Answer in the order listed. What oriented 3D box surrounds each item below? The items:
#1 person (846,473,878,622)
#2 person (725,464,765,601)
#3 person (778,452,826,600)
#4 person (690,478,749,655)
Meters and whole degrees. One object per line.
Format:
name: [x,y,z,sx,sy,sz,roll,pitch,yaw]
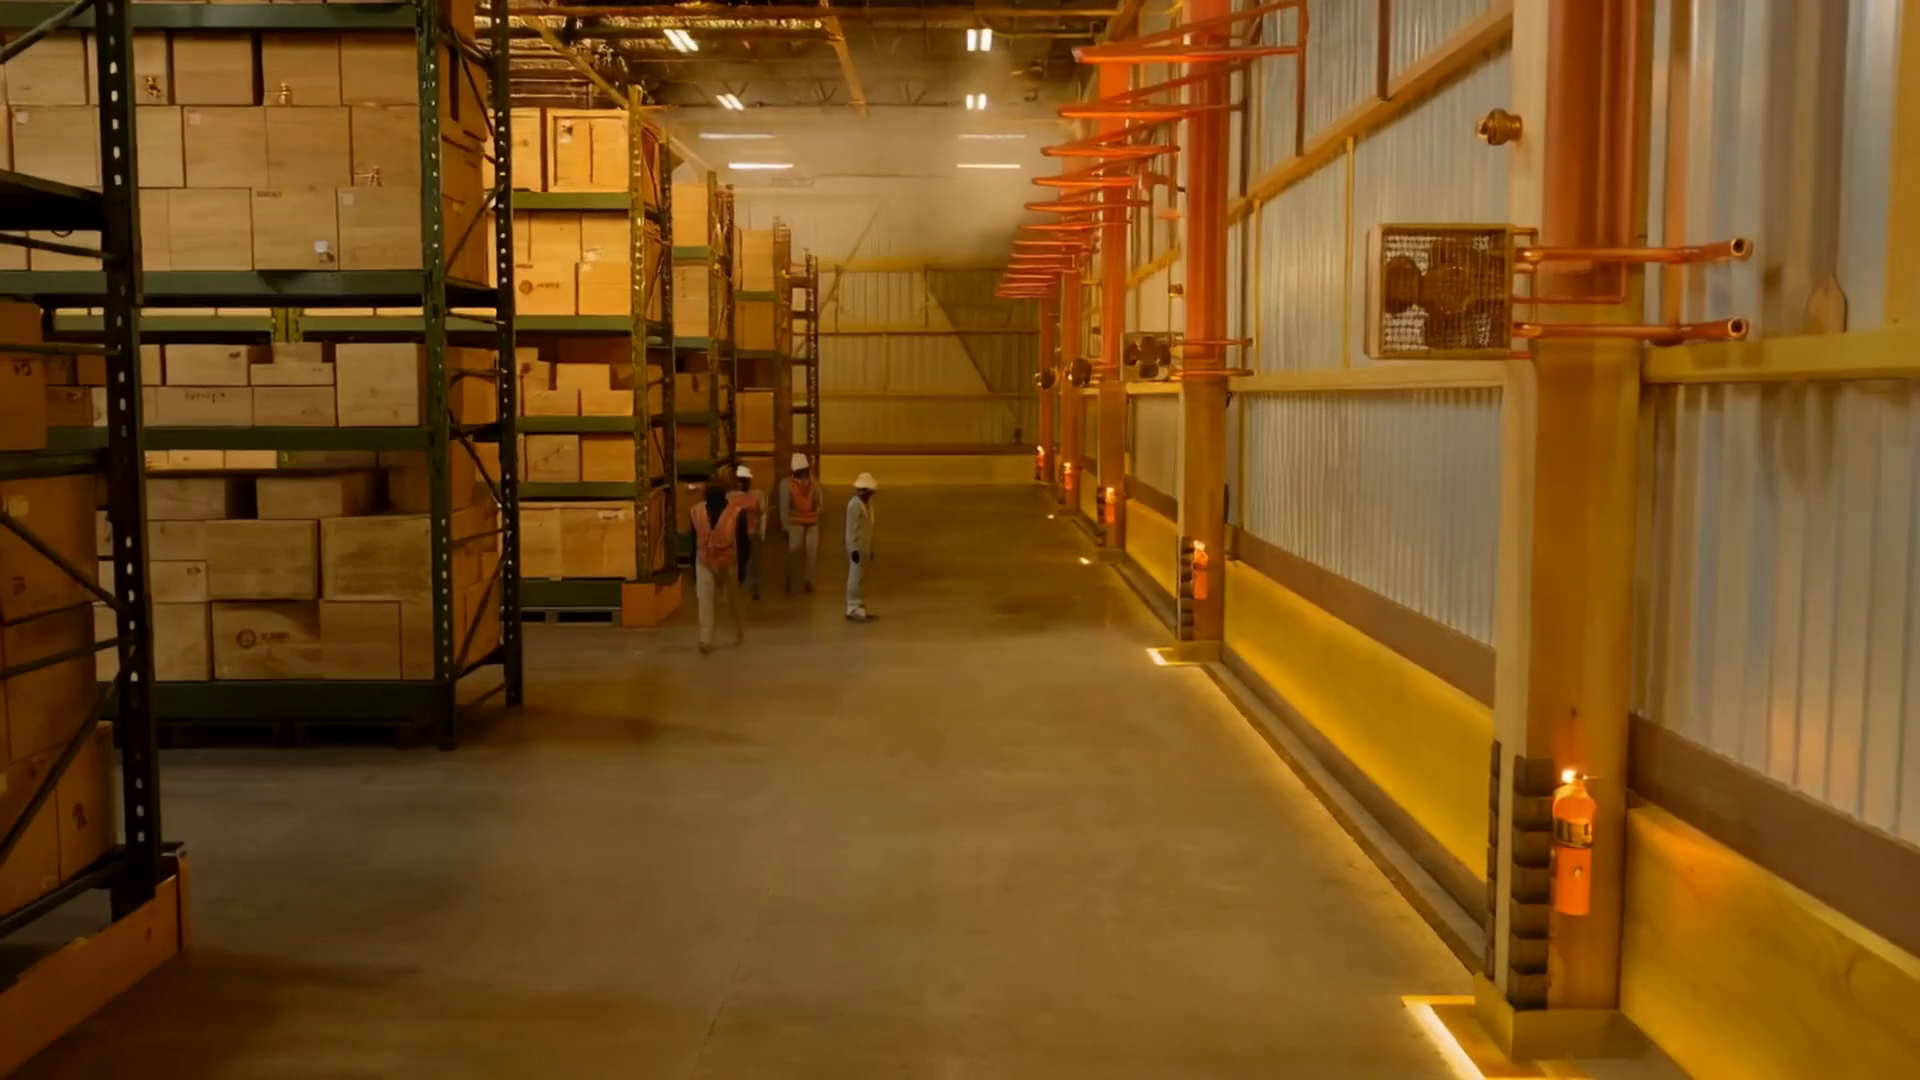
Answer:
person: [-1.132,0.082,19.515,0.351,1.743,0.573,2,5,20]
person: [-2.765,-0.087,21.340,0.533,1.769,0.310,0,5,0]
person: [-2.053,-0.186,21.599,0.635,1.918,0.594,-1,5,-17]
person: [-2.486,0.255,17.212,0.641,1.798,0.950,0,5,6]
